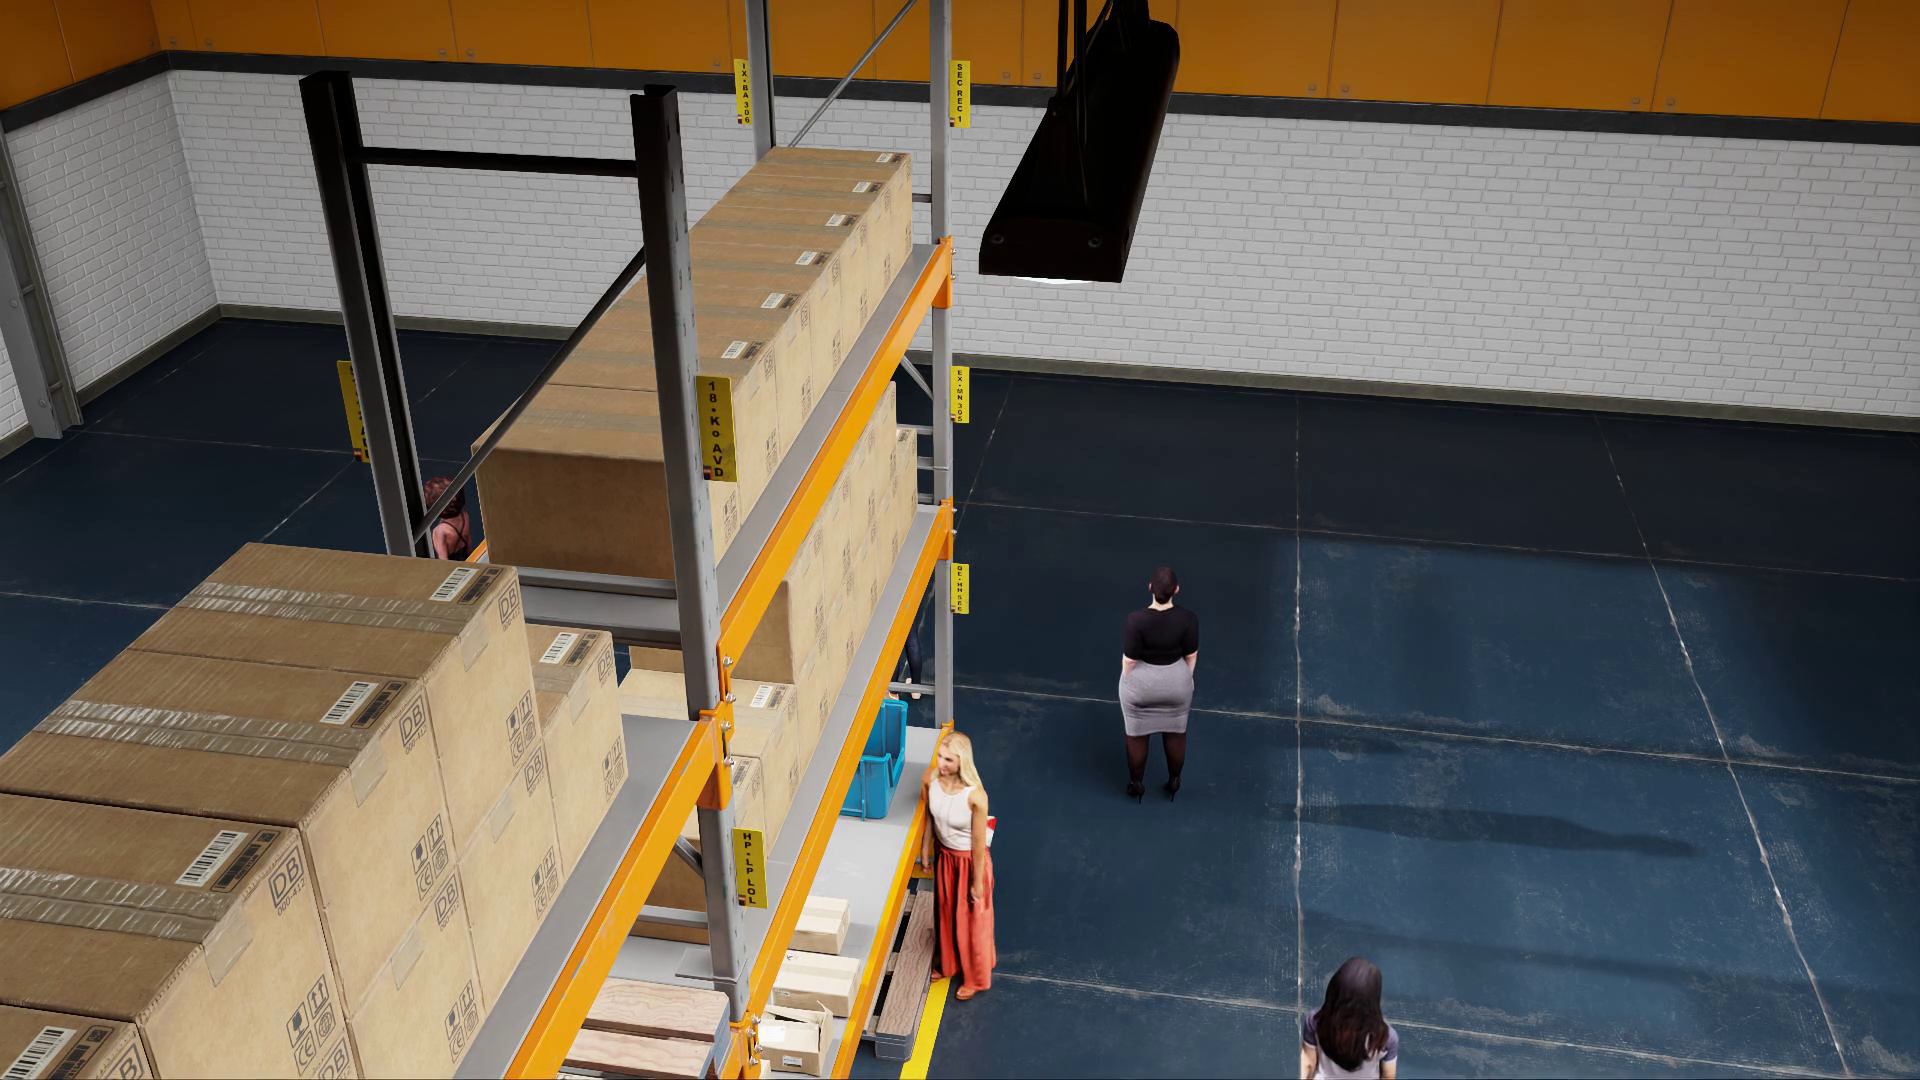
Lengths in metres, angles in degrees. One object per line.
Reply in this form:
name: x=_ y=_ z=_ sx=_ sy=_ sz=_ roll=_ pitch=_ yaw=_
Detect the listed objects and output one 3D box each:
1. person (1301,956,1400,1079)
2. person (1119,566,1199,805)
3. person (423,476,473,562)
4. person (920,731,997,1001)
person: x=1.831 y=2.678 z=7.983 sx=0.618 sy=1.706 sz=0.552 roll=9 pitch=30 yaw=15
person: x=1.312 y=0.974 z=11.052 sx=0.730 sy=1.758 sz=0.700 roll=-2 pitch=29 yaw=-3
person: x=-3.660 y=0.341 z=12.180 sx=0.655 sy=1.789 sz=0.509 roll=9 pitch=30 yaw=15
person: x=0.009 y=1.829 z=9.441 sx=0.718 sy=1.800 sz=0.747 roll=21 pitch=35 yaw=33
